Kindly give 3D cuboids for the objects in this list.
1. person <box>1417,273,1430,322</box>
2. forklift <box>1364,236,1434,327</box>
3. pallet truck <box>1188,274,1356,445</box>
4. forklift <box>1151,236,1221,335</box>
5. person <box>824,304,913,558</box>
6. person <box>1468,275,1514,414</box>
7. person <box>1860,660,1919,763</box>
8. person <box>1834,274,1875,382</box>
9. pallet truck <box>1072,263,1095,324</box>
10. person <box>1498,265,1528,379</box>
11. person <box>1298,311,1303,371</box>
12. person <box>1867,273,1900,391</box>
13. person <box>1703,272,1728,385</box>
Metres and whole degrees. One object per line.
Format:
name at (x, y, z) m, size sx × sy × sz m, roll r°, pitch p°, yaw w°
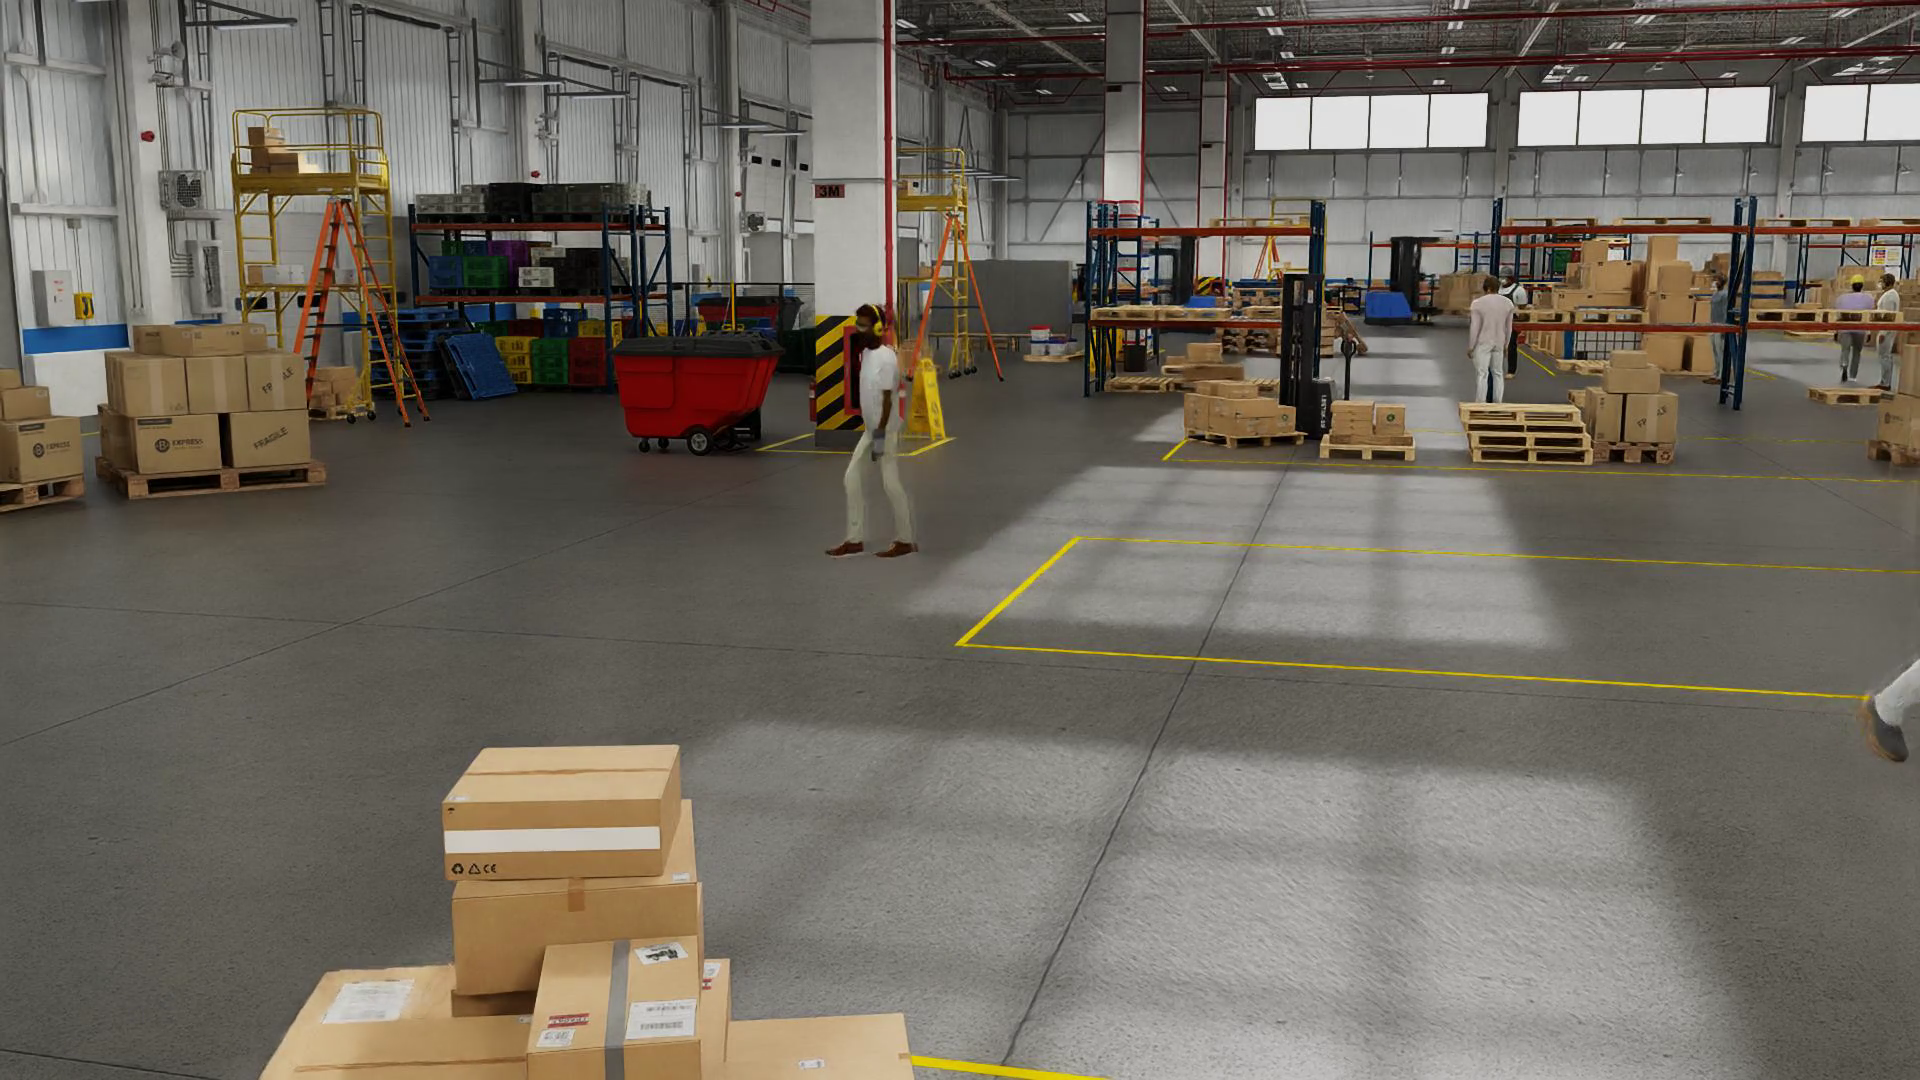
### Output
person at (15.026, -7.842, 54.087) m, size 0.529 × 1.690 × 0.321 m, roll -3°, pitch 10°, yaw -16°
forklift at (13.753, -8.085, 52.009) m, size 1.873 × 2.768 × 1.129 m, roll -2°, pitch 10°, yaw -14°
pallet truck at (3.653, -2.138, 19.590) m, size 1.885 × 1.965 × 0.823 m, roll -4°, pitch 10°, yaw -20°
forklift at (6.407, -7.191, 46.742) m, size 1.873 × 2.768 × 1.129 m, roll 2°, pitch 10°, yaw 14°
person at (-0.667, -0.761, 11.945) m, size 0.783 × 1.838 × 0.549 m, roll -5°, pitch 11°, yaw -27°
person at (7.279, -2.669, 22.885) m, size 0.631 × 1.940 × 0.372 m, roll -2°, pitch 10°, yaw -13°
person at (4.197, 0.109, 6.807) m, size 0.586 × 1.858 × 0.890 m, roll -3°, pitch 10°, yaw -19°
person at (15.573, -3.681, 28.986) m, size 0.588 × 1.895 × 0.738 m, roll 5°, pitch 11°, yaw 29°
pallet truck at (4.325, -8.180, 55.162) m, size 0.823 × 1.965 × 1.885 m, roll 6°, pitch 11°, yaw 31°
person at (9.759, -3.898, 29.824) m, size 0.536 × 2.000 × 0.688 m, roll -9°, pitch 13°, yaw -42°
person at (6.673, -4.097, 31.887) m, size 0.319 × 1.739 × 0.484 m, roll 7°, pitch 12°, yaw 34°
person at (15.107, -3.384, 27.143) m, size 0.367 × 1.932 × 0.622 m, roll 6°, pitch 11°, yaw 30°
person at (13.045, -3.625, 28.564) m, size 0.367 × 1.932 × 0.622 m, roll 0°, pitch 10°, yaw 2°
